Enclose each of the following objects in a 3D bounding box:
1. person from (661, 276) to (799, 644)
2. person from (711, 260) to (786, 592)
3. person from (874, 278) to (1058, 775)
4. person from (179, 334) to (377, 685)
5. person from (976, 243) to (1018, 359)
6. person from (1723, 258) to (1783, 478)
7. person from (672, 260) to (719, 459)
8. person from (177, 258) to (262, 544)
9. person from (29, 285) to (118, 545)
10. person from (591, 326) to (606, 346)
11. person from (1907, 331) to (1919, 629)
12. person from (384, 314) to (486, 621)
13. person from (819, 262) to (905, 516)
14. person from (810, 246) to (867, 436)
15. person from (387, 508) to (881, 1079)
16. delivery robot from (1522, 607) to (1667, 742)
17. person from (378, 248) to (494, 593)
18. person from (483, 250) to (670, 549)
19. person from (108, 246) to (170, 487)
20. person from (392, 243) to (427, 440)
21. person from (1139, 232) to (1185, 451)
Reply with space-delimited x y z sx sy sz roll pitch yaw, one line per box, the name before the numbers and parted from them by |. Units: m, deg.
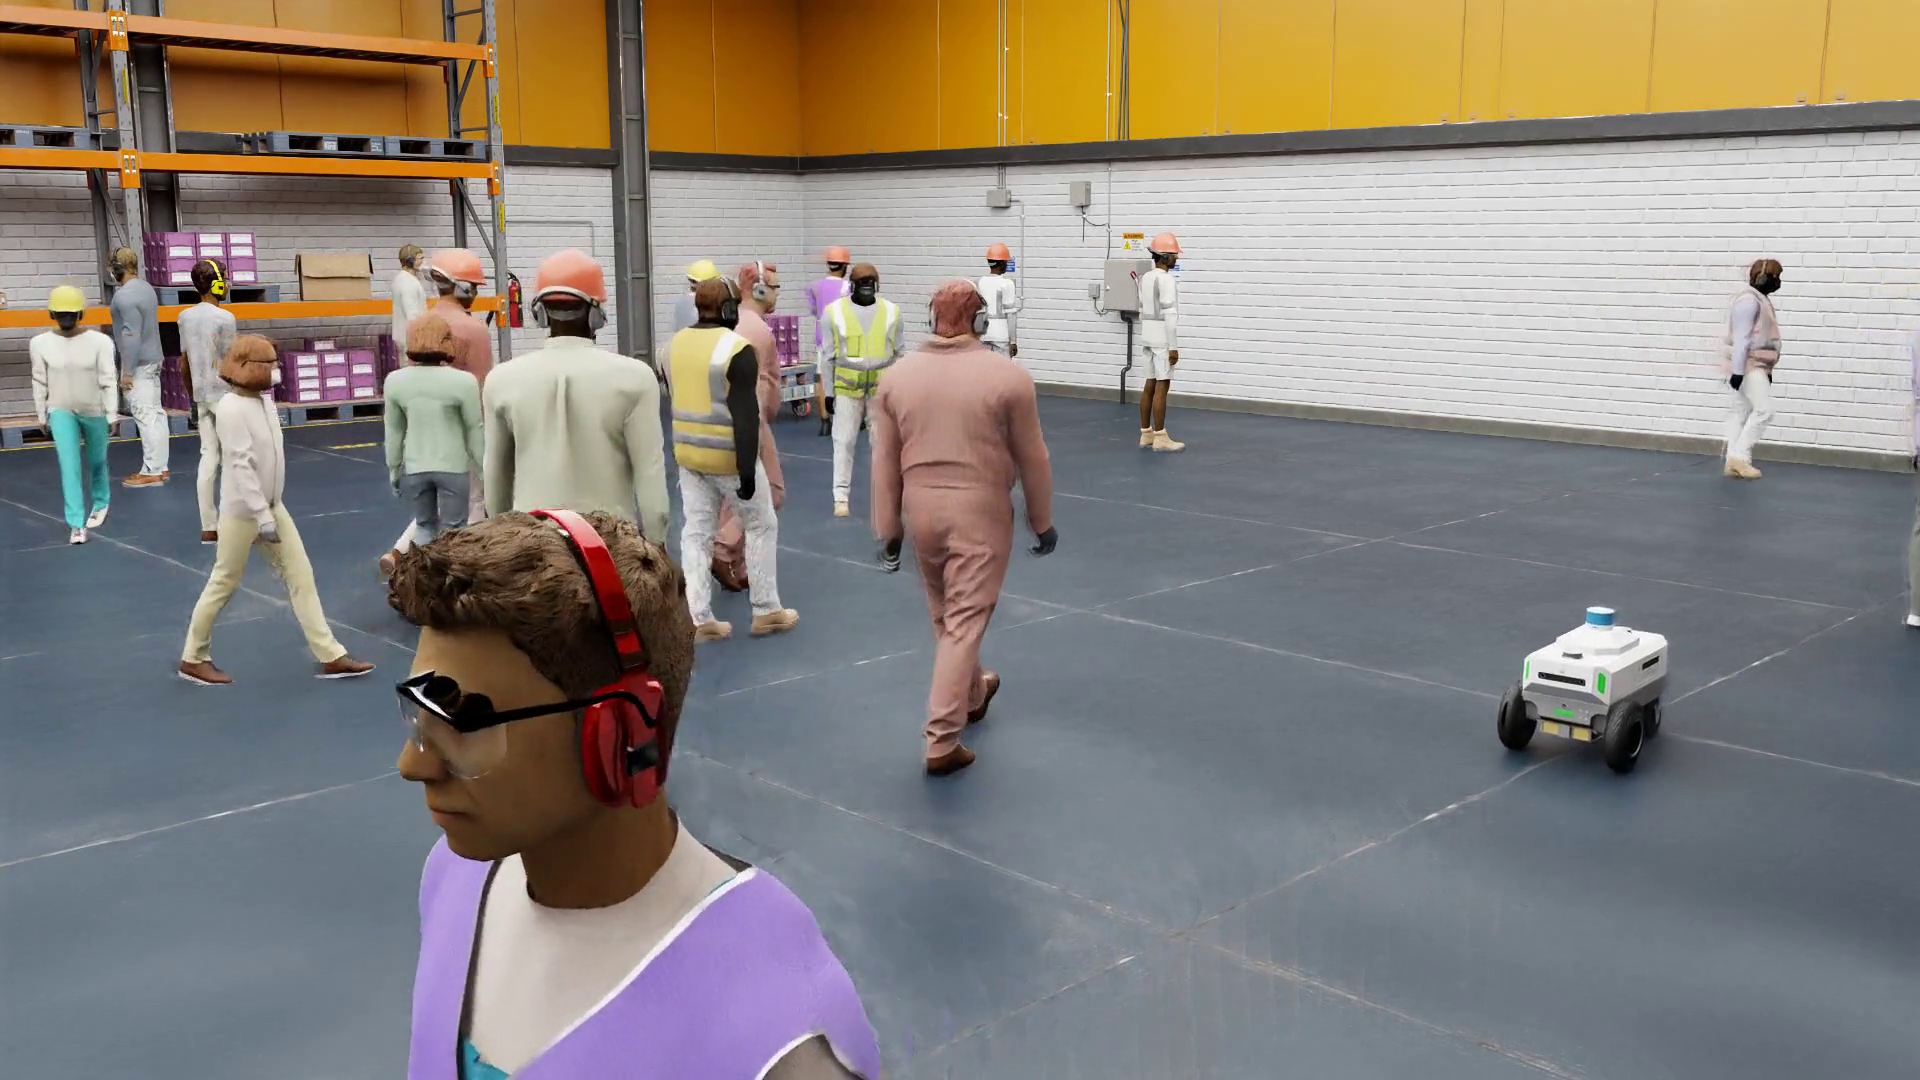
person | -1.134 -0.406 8.366 0.641 1.814 0.751 8 13 36
person | -1.233 -0.622 9.363 0.475 1.886 0.661 -5 12 -27
person | 0.043 -0.082 6.504 0.648 1.855 0.999 5 12 26
person | -3.147 -0.127 7.465 0.858 1.590 0.498 1 10 5
person | 0.390 -2.122 17.398 0.552 1.936 0.359 9 14 40
person | 6.603 -1.409 13.793 0.500 1.825 0.649 7 13 35
person | -2.175 -1.438 13.994 0.430 1.816 0.626 -8 13 -38
person | -4.838 -0.891 10.869 0.514 1.873 0.329 4 11 23
person | -5.943 -0.872 11.219 0.521 1.710 0.918 -4 11 -22
person | -1.978 -0.417 8.687 0.913 1.709 0.538 -8 13 -38
person | 5.080 -0.472 8.465 0.415 1.913 0.584 -4 11 -21
person | -2.678 -0.342 8.552 0.511 1.624 0.343 2 11 9
person | -0.697 -1.077 11.999 0.626 1.834 0.431 -2 11 -12
person | -1.230 -2.037 17.016 0.568 1.900 0.878 4 11 20
person | -0.258 0.854 1.486 0.778 1.822 0.576 -9 13 -39
delivery robot | 2.513 0.509 6.568 0.477 0.478 0.707 9 14 41
person | -2.776 -0.587 8.982 0.628 1.960 0.688 7 12 33
person | -1.315 -0.016 5.828 0.653 1.959 0.889 0 10 -2
person | -6.633 -1.391 13.422 0.373 1.936 0.627 -2 11 -10
person | -5.373 -1.926 16.327 0.379 1.940 0.629 -5 11 -24
person | 1.904 -1.861 15.680 0.378 2.045 0.605 -4 11 -19
